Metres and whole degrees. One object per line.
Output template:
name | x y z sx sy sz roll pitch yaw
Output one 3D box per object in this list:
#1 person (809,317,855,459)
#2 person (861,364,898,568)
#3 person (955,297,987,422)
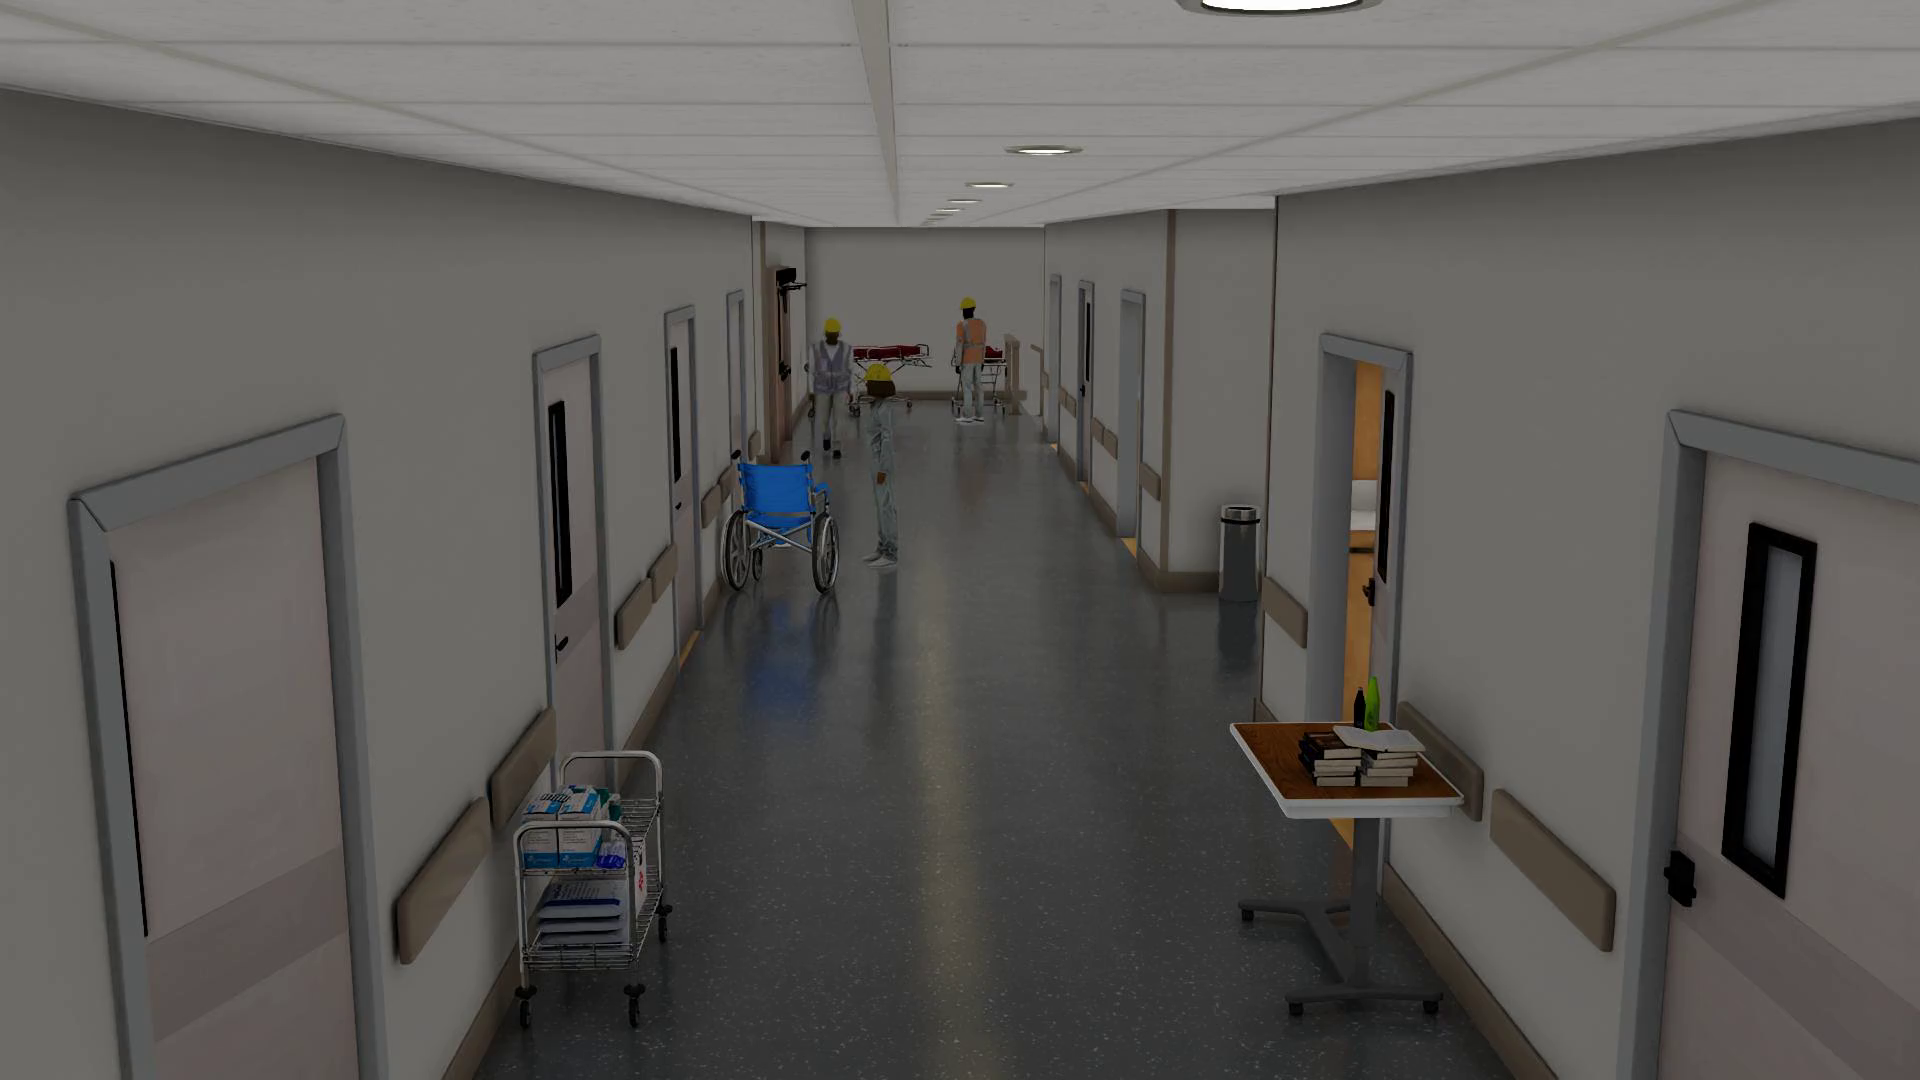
person | -1.644 -1.967 21.436 0.603 1.812 0.559 -1 10 -4
person | -0.692 -0.635 14.229 0.295 1.744 0.484 -2 10 -11
person | 0.151 -2.774 25.660 0.587 1.920 0.400 -10 14 -43
